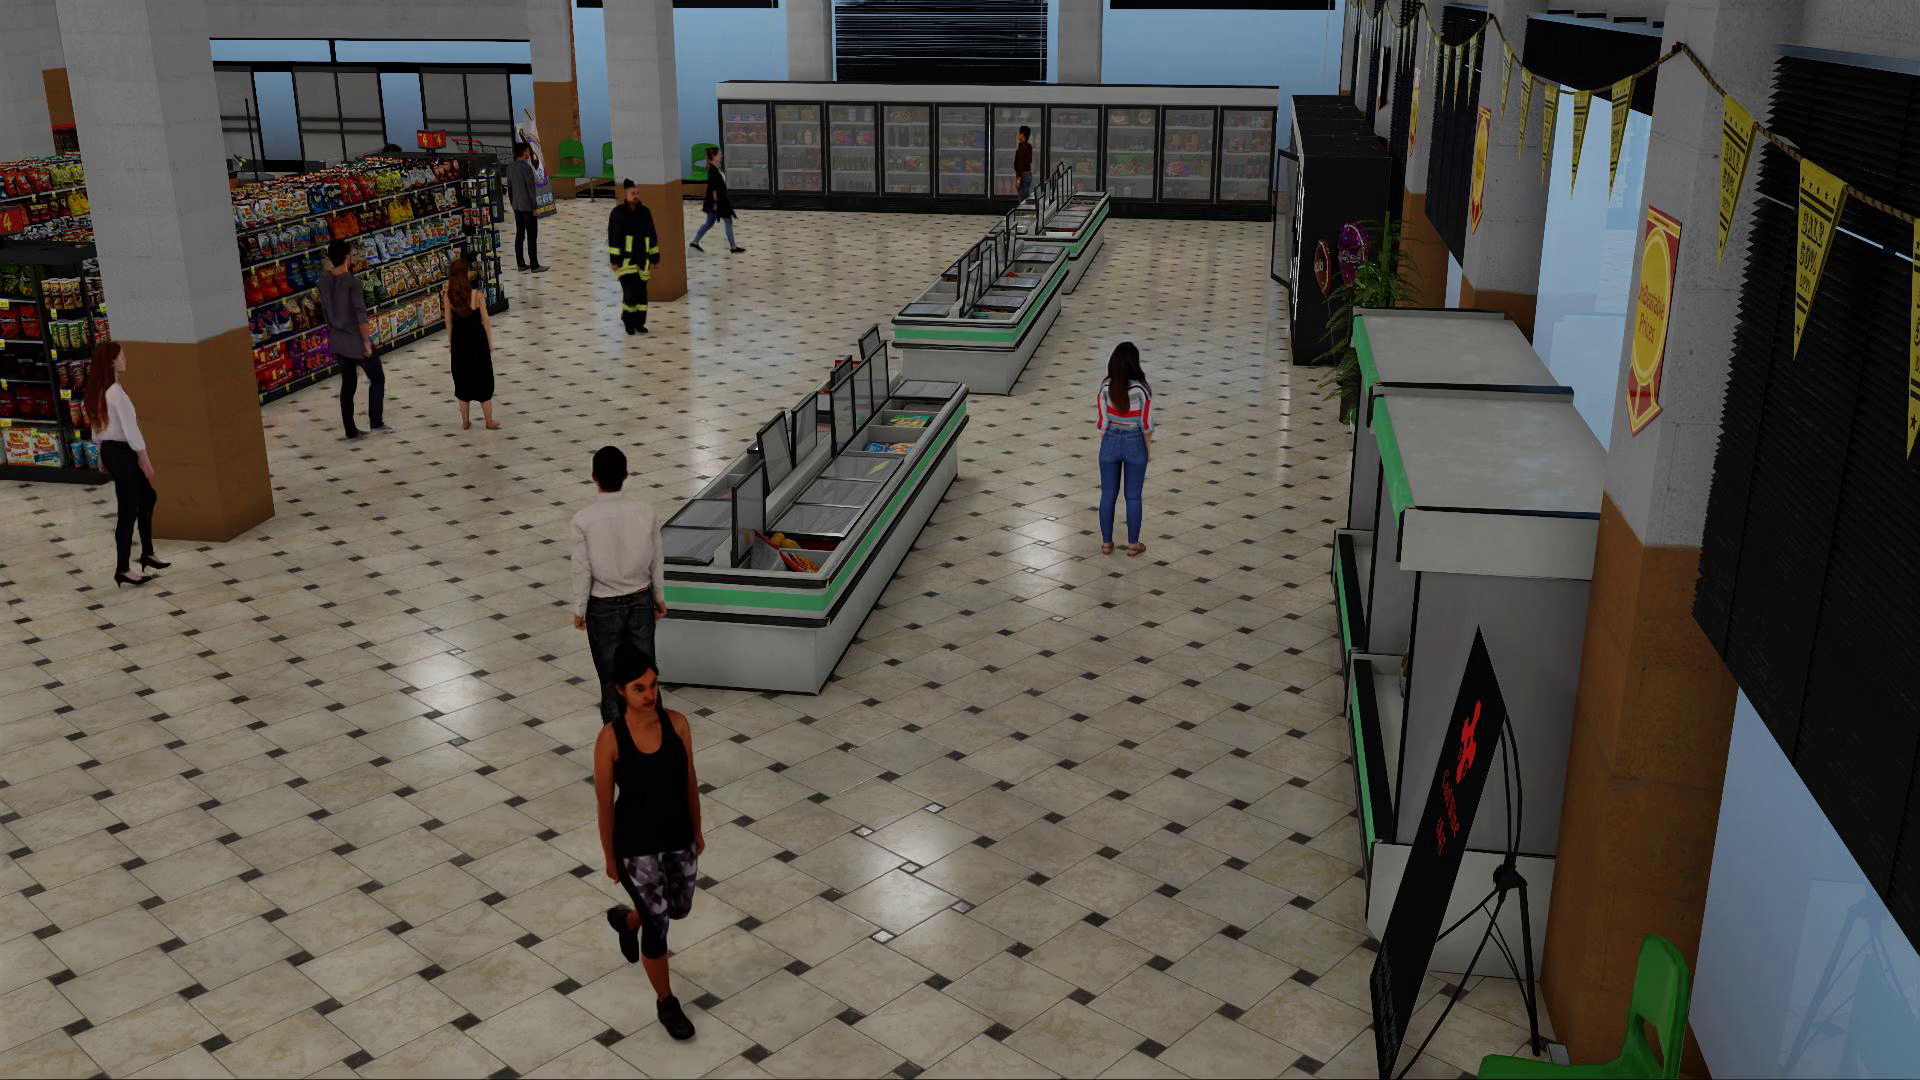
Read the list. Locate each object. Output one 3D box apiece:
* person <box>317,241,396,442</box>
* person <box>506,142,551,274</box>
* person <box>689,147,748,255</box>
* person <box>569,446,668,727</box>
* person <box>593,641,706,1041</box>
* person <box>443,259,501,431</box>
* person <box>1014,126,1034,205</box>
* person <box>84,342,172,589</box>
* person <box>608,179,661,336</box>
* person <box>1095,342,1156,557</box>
[{"bbox_3d":[-5.680,-1.799,15.312,0.761,1.831,0.739,8,20,22],"label":"person"},{"bbox_3d":[-6.378,-4.880,24.386,0.776,1.872,0.745,12,22,32],"label":"person"},{"bbox_3d":[-3.851,-5.214,25.728,0.945,1.648,1.137,-3,19,-10],"label":"person"},{"bbox_3d":[-1.812,0.377,8.889,0.745,1.811,0.763,-9,21,-24],"label":"person"},{"bbox_3d":[-1.279,1.183,6.751,0.932,1.651,0.958,-15,24,-37],"label":"person"},{"bbox_3d":[-4.668,-1.857,15.804,0.625,1.626,0.632,-1,19,-4],"label":"person"},{"bbox_3d":[1.092,-6.112,28.181,0.744,1.782,0.525,7,20,19],"label":"person"},{"bbox_3d":[-5.916,-0.493,11.574,0.764,1.744,0.816,15,24,37],"label":"person"},{"bbox_3d":[-3.996,-3.432,20.124,0.910,1.851,0.978,-13,23,-34],"label":"person"},{"bbox_3d":[1.212,-0.679,12.331,0.611,1.614,0.543,6,19,16],"label":"person"}]
